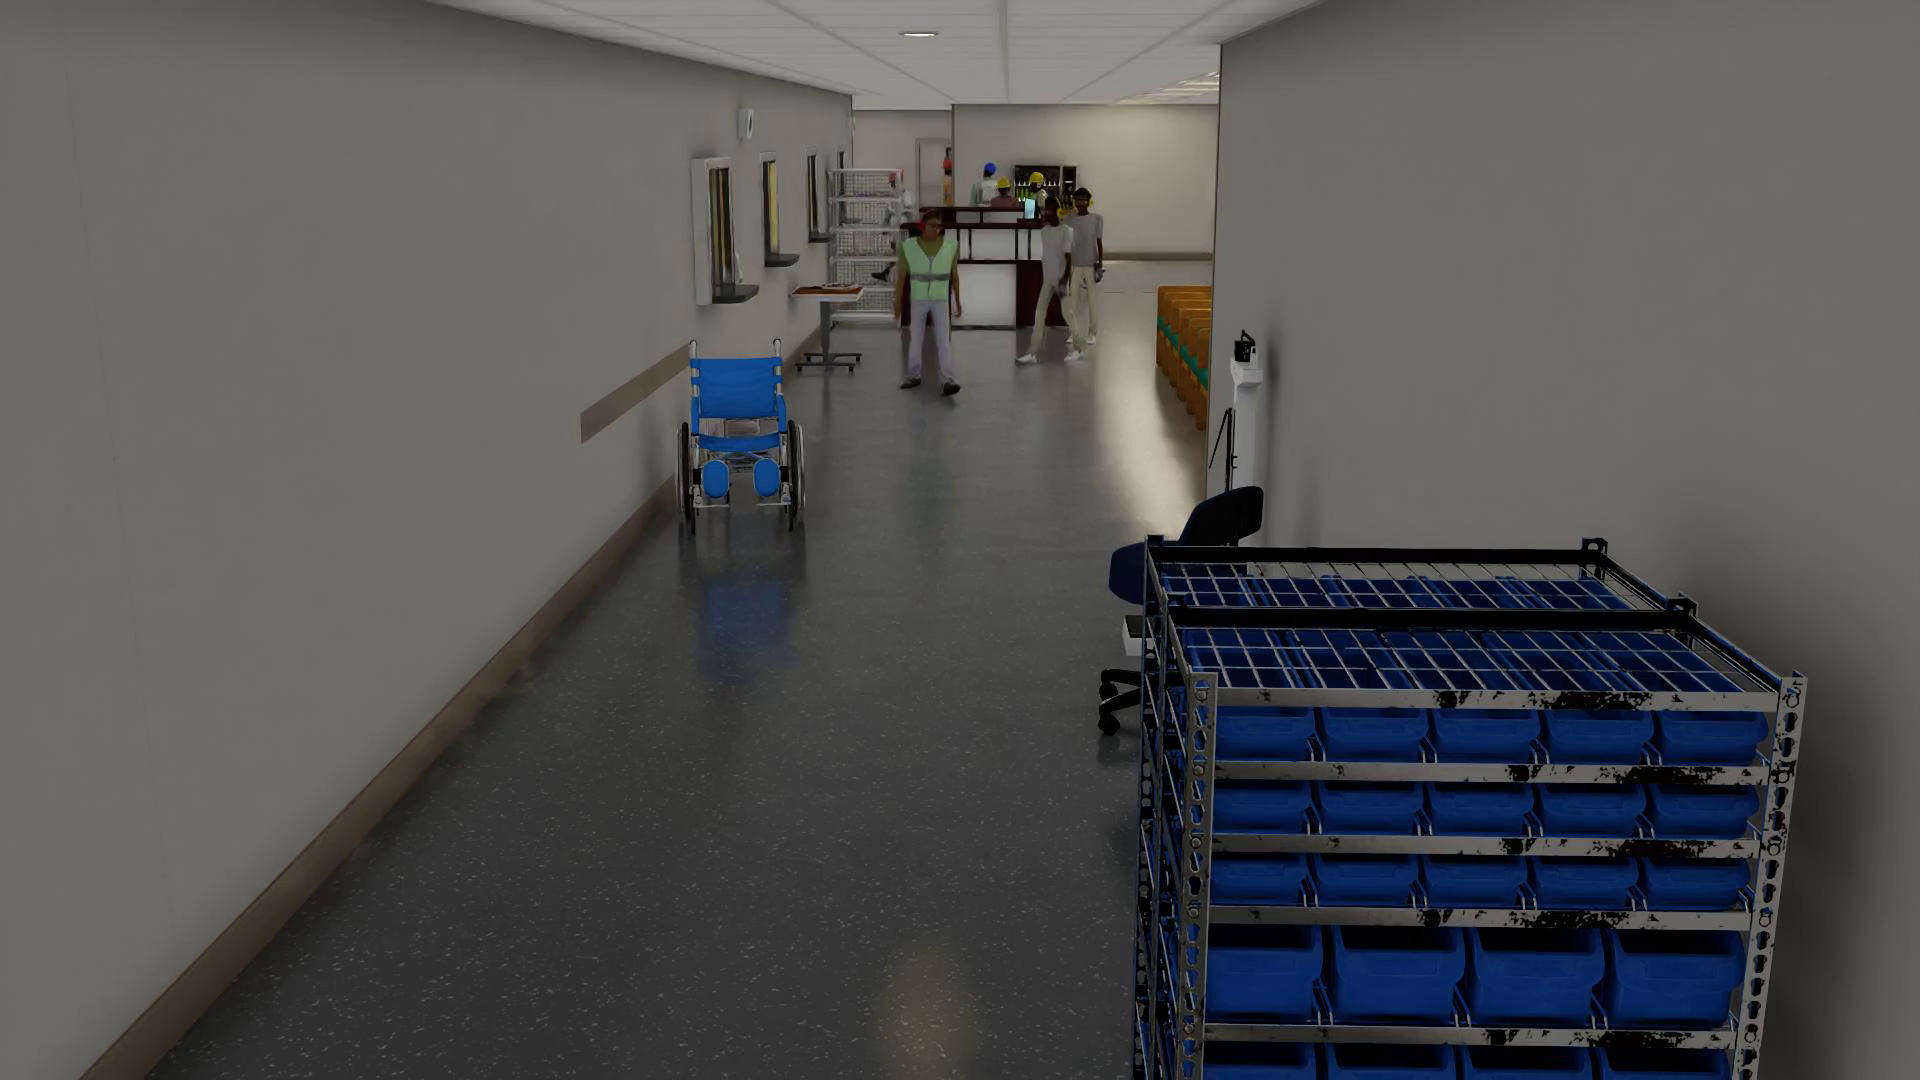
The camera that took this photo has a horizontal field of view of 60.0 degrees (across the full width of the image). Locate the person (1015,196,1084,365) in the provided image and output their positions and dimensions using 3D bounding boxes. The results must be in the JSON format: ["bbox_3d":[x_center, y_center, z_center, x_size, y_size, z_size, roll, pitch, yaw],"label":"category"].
[{"bbox_3d":[1.036,-2.829,18.169,0.973,1.819,0.542,-12,18,-40],"label":"person"}]

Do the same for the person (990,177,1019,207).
[{"bbox_3d":[0.730,-5.141,27.683,0.520,1.757,0.343,5,15,20],"label":"person"}]

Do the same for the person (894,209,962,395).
[{"bbox_3d":[-0.304,-2.296,16.094,0.667,1.770,1.011,-2,14,-9],"label":"person"}]

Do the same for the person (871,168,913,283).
[{"bbox_3d":[-1.105,-5.286,27.984,0.988,1.884,0.550,-8,16,-30],"label":"person"}]

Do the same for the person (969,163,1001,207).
[{"bbox_3d":[0.460,-6.235,31.787,0.644,1.915,0.548,-4,15,-17],"label":"person"}]

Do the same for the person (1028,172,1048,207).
[{"bbox_3d":[1.326,-5.361,28.446,0.403,1.827,0.590,0,14,0],"label":"person"}]

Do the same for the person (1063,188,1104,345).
[{"bbox_3d":[1.466,-3.260,19.849,0.499,1.861,0.331,3,14,14],"label":"person"}]
